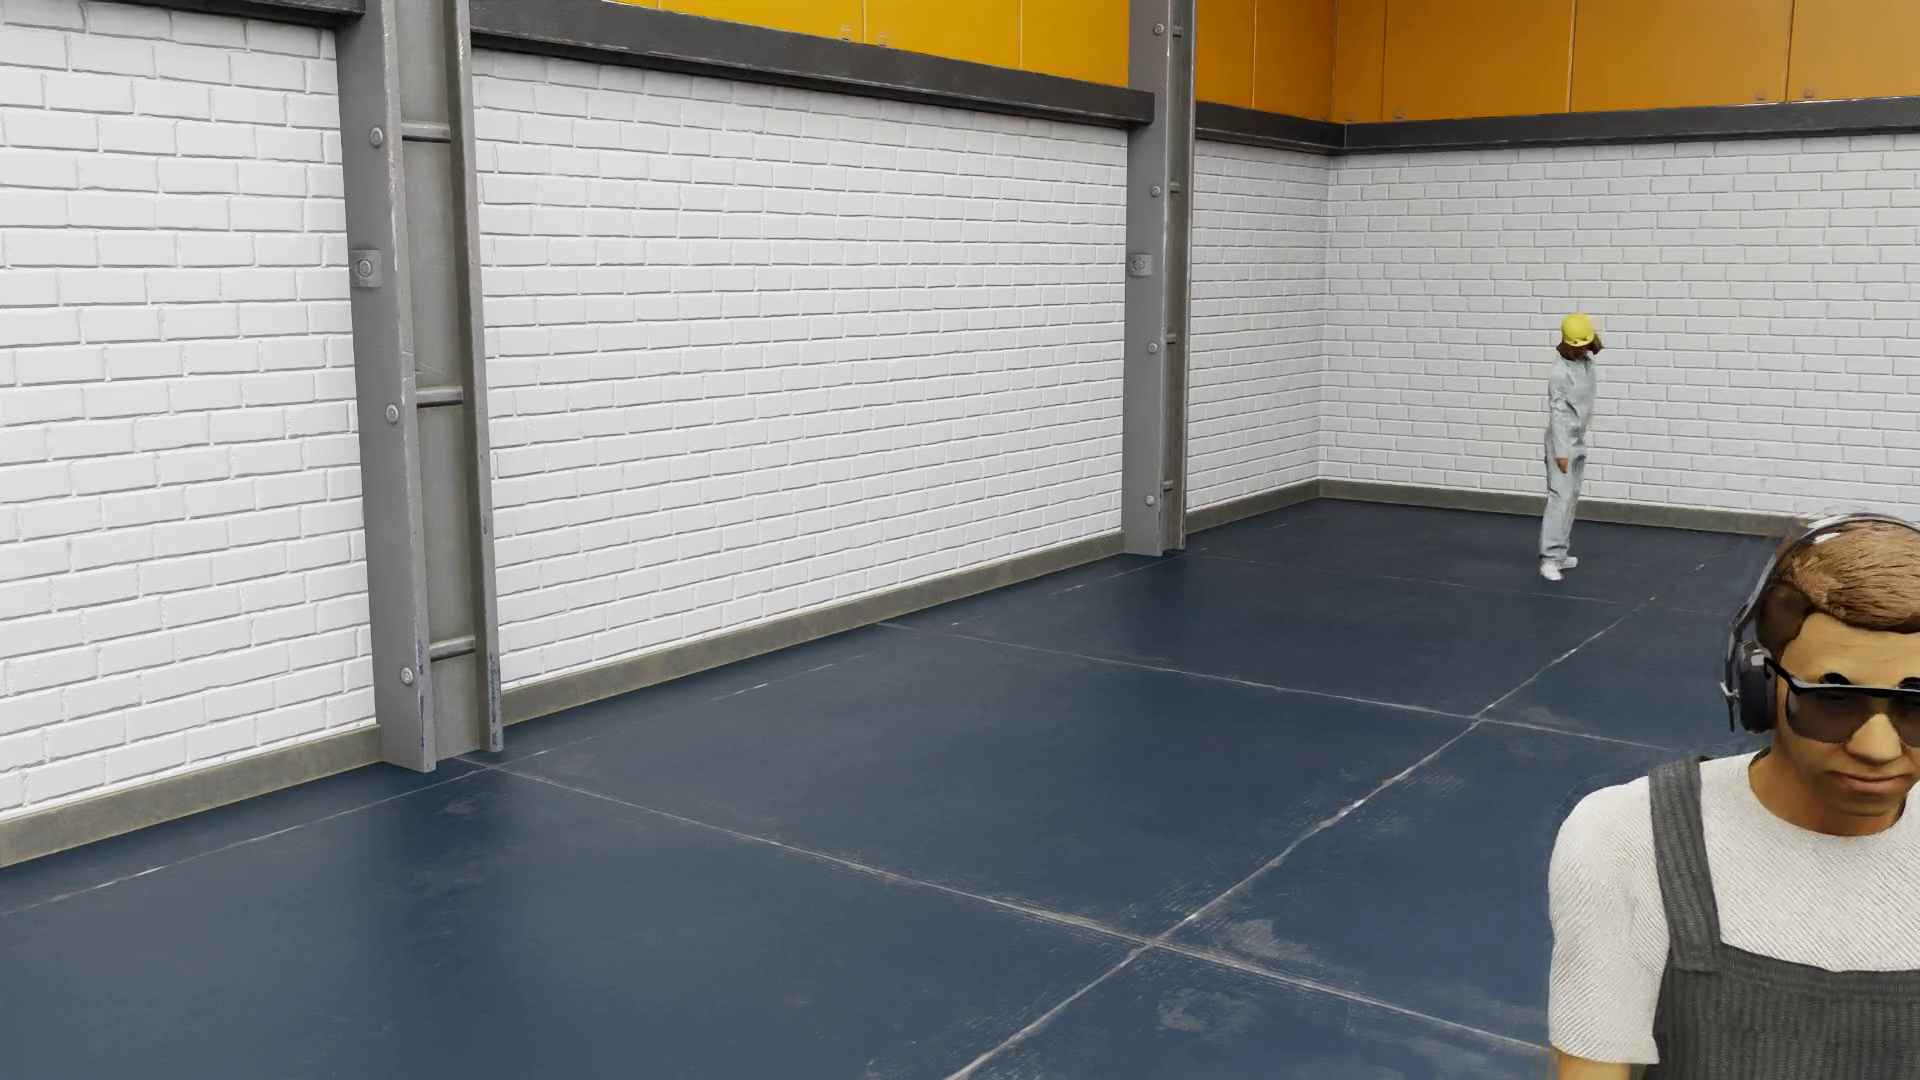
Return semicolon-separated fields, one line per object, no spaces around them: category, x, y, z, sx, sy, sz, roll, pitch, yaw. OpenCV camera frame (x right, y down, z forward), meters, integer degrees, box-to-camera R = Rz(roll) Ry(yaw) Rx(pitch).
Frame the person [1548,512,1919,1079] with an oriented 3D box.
person;0.882;0.841;1.805;0.527;1.796;0.980;3;10;15

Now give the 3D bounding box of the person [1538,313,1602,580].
person;3.926;-0.601;10.636;0.390;1.697;0.675;9;13;43
